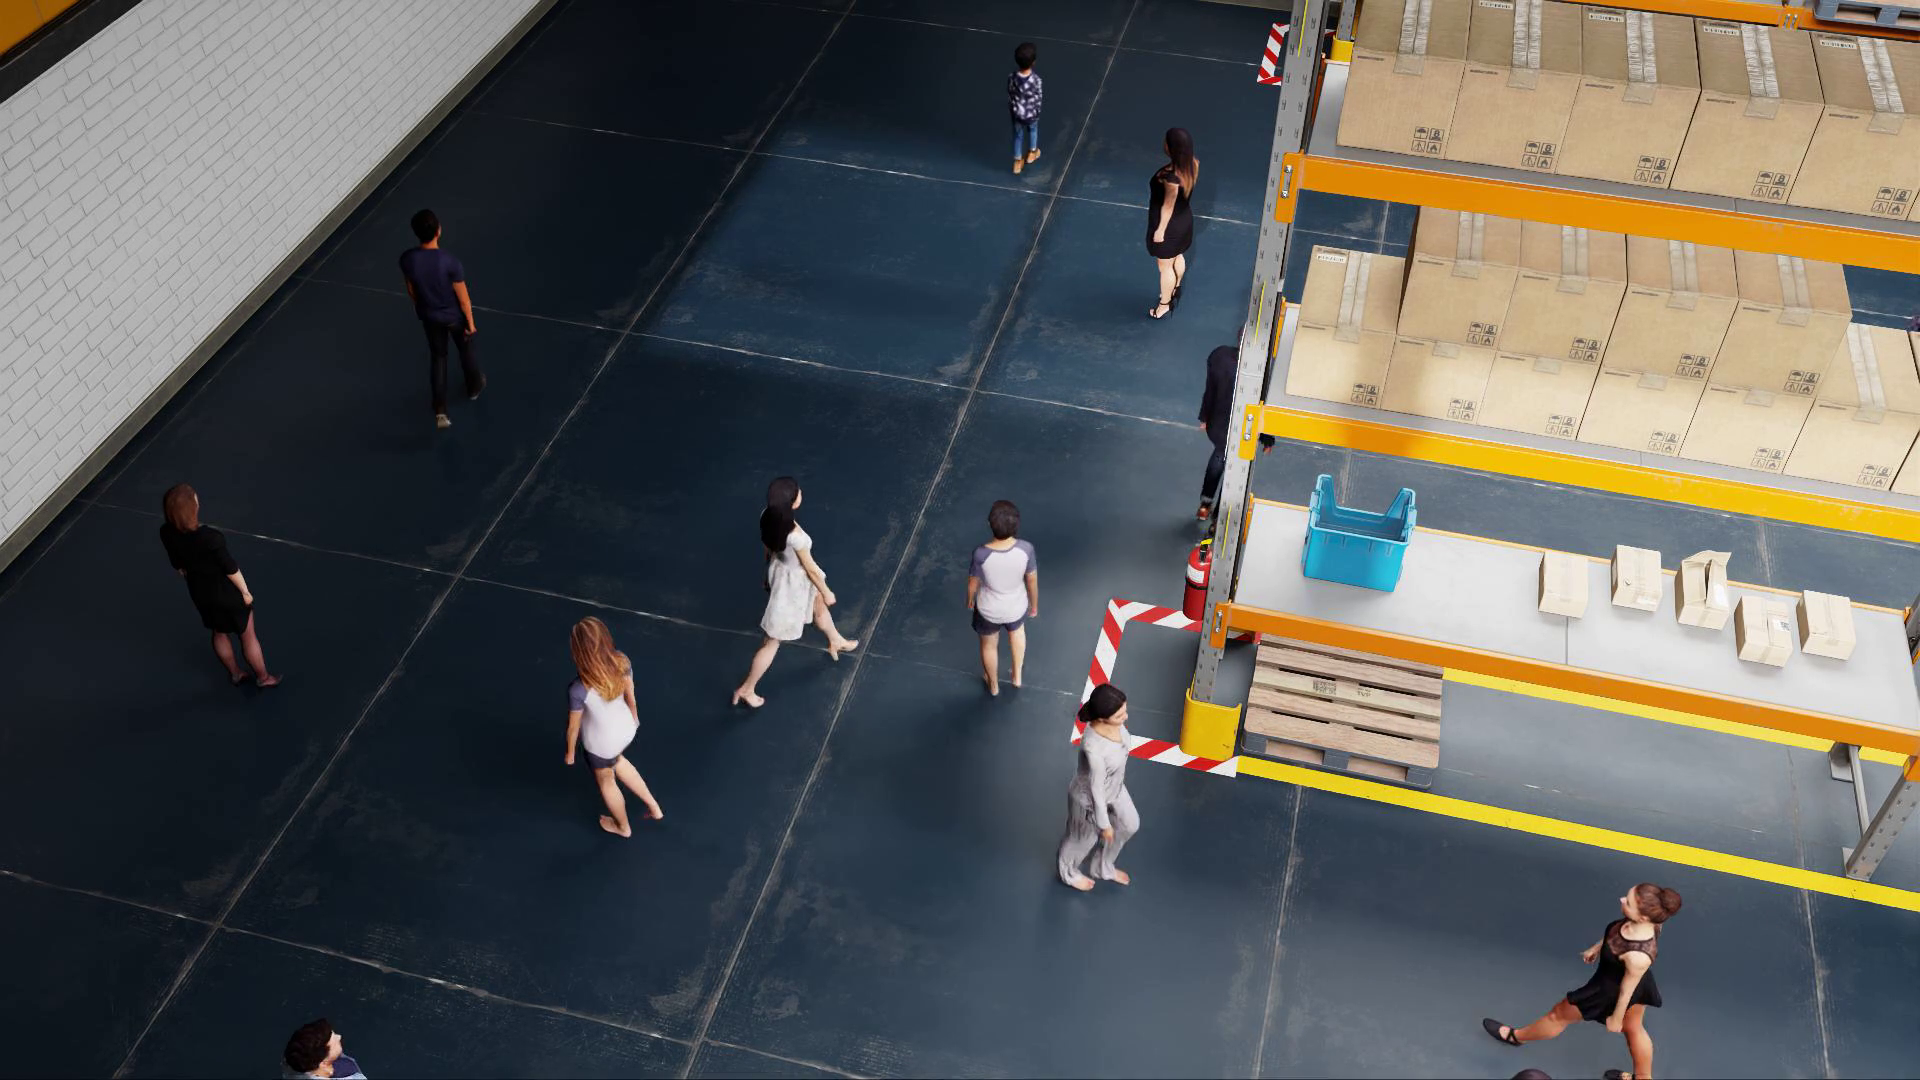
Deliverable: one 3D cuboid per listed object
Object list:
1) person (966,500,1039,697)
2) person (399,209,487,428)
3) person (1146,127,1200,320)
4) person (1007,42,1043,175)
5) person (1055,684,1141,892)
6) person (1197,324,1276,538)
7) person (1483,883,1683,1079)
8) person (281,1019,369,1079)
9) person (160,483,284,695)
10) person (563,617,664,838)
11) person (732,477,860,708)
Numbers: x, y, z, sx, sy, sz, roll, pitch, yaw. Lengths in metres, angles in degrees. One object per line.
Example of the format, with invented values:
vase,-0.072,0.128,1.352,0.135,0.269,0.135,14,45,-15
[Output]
person,0.277,0.442,10.503,0.643,1.552,0.743,-10,45,-11
person,-3.925,-1.648,12.537,1.037,1.773,0.876,1,44,1
person,1.734,-2.576,13.550,0.671,1.718,0.713,20,47,20
person,0.577,-3.964,15.357,0.571,1.236,0.556,10,45,11
person,0.681,1.393,9.357,0.706,1.755,0.656,16,46,16
person,1.843,-0.726,11.544,0.759,1.808,0.885,32,52,29
person,3.419,2.320,8.482,1.173,1.621,0.747,20,47,19
person,-2.917,2.880,7.784,1.134,1.772,1.146,-29,51,-27
person,-4.695,0.331,10.509,0.431,1.704,0.646,10,44,10
person,-1.974,1.165,9.629,0.761,1.712,0.733,21,47,20
person,-1.130,0.381,10.445,1.191,1.720,1.165,-23,48,-23
